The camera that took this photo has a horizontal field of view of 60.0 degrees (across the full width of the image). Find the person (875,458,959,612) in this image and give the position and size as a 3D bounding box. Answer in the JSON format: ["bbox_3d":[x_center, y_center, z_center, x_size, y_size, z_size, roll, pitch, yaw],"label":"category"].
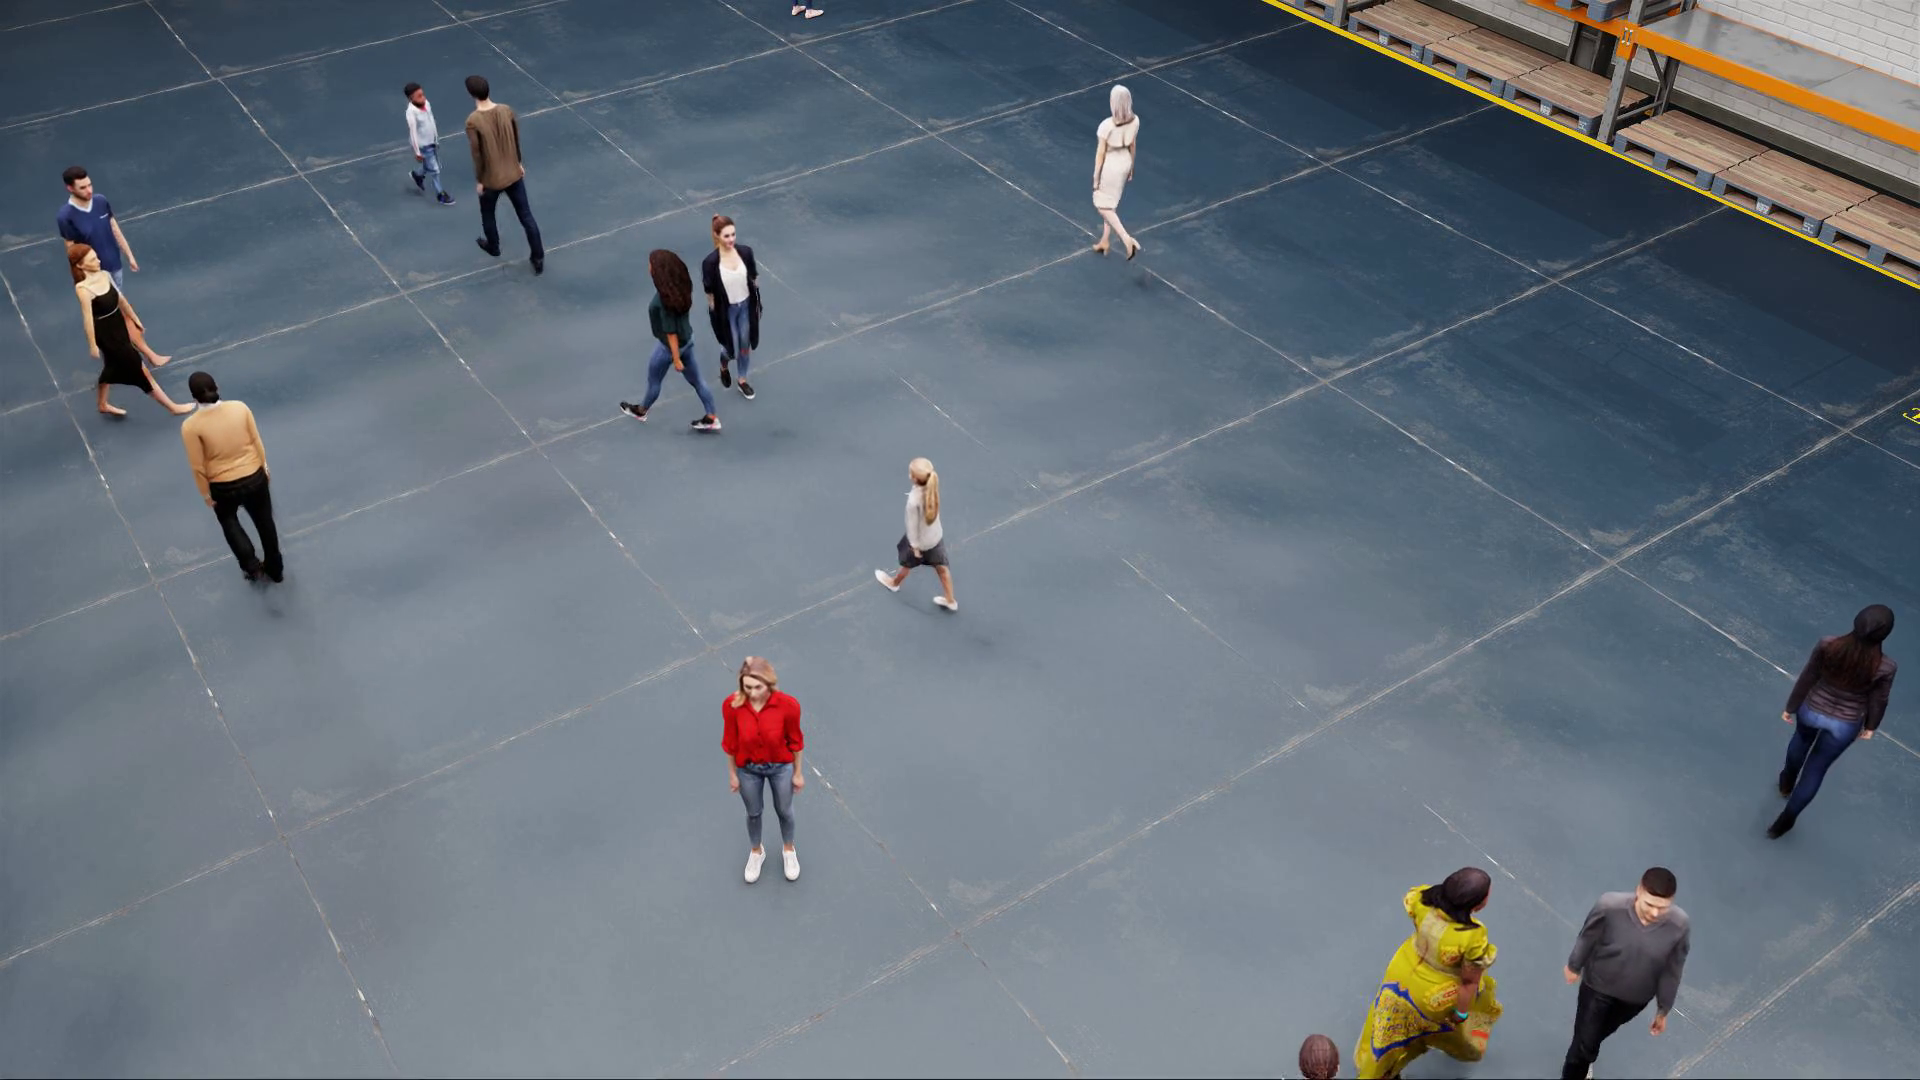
[{"bbox_3d":[-0.198,-0.011,11.615,0.940,1.242,0.676,26,45,29],"label":"person"}]

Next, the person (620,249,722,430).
[{"bbox_3d":[-2.189,-1.547,13.272,1.119,1.574,1.033,7,39,8],"label":"person"}]

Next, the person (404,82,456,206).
[{"bbox_3d":[-5.365,-3.964,16.563,0.861,1.244,0.727,15,41,18],"label":"person"}]

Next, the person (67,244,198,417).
[{"bbox_3d":[-6.914,-1.633,13.380,1.051,1.576,1.086,1,39,1],"label":"person"}]

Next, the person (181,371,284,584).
[{"bbox_3d":[-5.060,-0.381,11.674,0.662,1.747,0.596,-24,45,-27],"label":"person"}]

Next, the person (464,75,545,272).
[{"bbox_3d":[-4.179,-3.299,15.249,0.779,1.846,1.057,-26,46,-29],"label":"person"}]

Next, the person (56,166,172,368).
[{"bbox_3d":[-7.318,-2.309,14.057,1.261,1.786,1.031,17,42,20],"label":"person"}]

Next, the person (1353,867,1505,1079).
[{"bbox_3d":[2.331,2.300,8.421,0.835,1.617,1.208,-28,47,-31],"label":"person"}]

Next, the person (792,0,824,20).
[{"bbox_3d":[-1.951,-7.279,20.320,0.566,1.737,0.698,24,44,27],"label":"person"}]

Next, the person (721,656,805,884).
[{"bbox_3d":[-1.120,1.310,9.591,0.688,1.705,0.692,-2,39,-2],"label":"person"}]

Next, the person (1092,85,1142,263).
[{"bbox_3d":[1.467,-3.326,15.384,0.612,1.719,0.905,-22,44,-25],"label":"person"}]

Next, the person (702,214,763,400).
[{"bbox_3d":[-1.895,-1.937,13.684,0.645,1.671,0.732,-20,43,-24],"label":"person"}]

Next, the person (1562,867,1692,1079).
[{"bbox_3d":[3.349,2.190,8.462,0.954,1.738,1.010,7,39,8],"label":"person"}]

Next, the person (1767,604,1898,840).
[{"bbox_3d":[5.097,1.112,9.821,0.866,1.727,0.828,27,46,30],"label":"person"}]

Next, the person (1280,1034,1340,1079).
[{"bbox_3d":[1.585,2.956,7.678,0.804,1.520,0.802,24,45,27],"label":"person"}]
